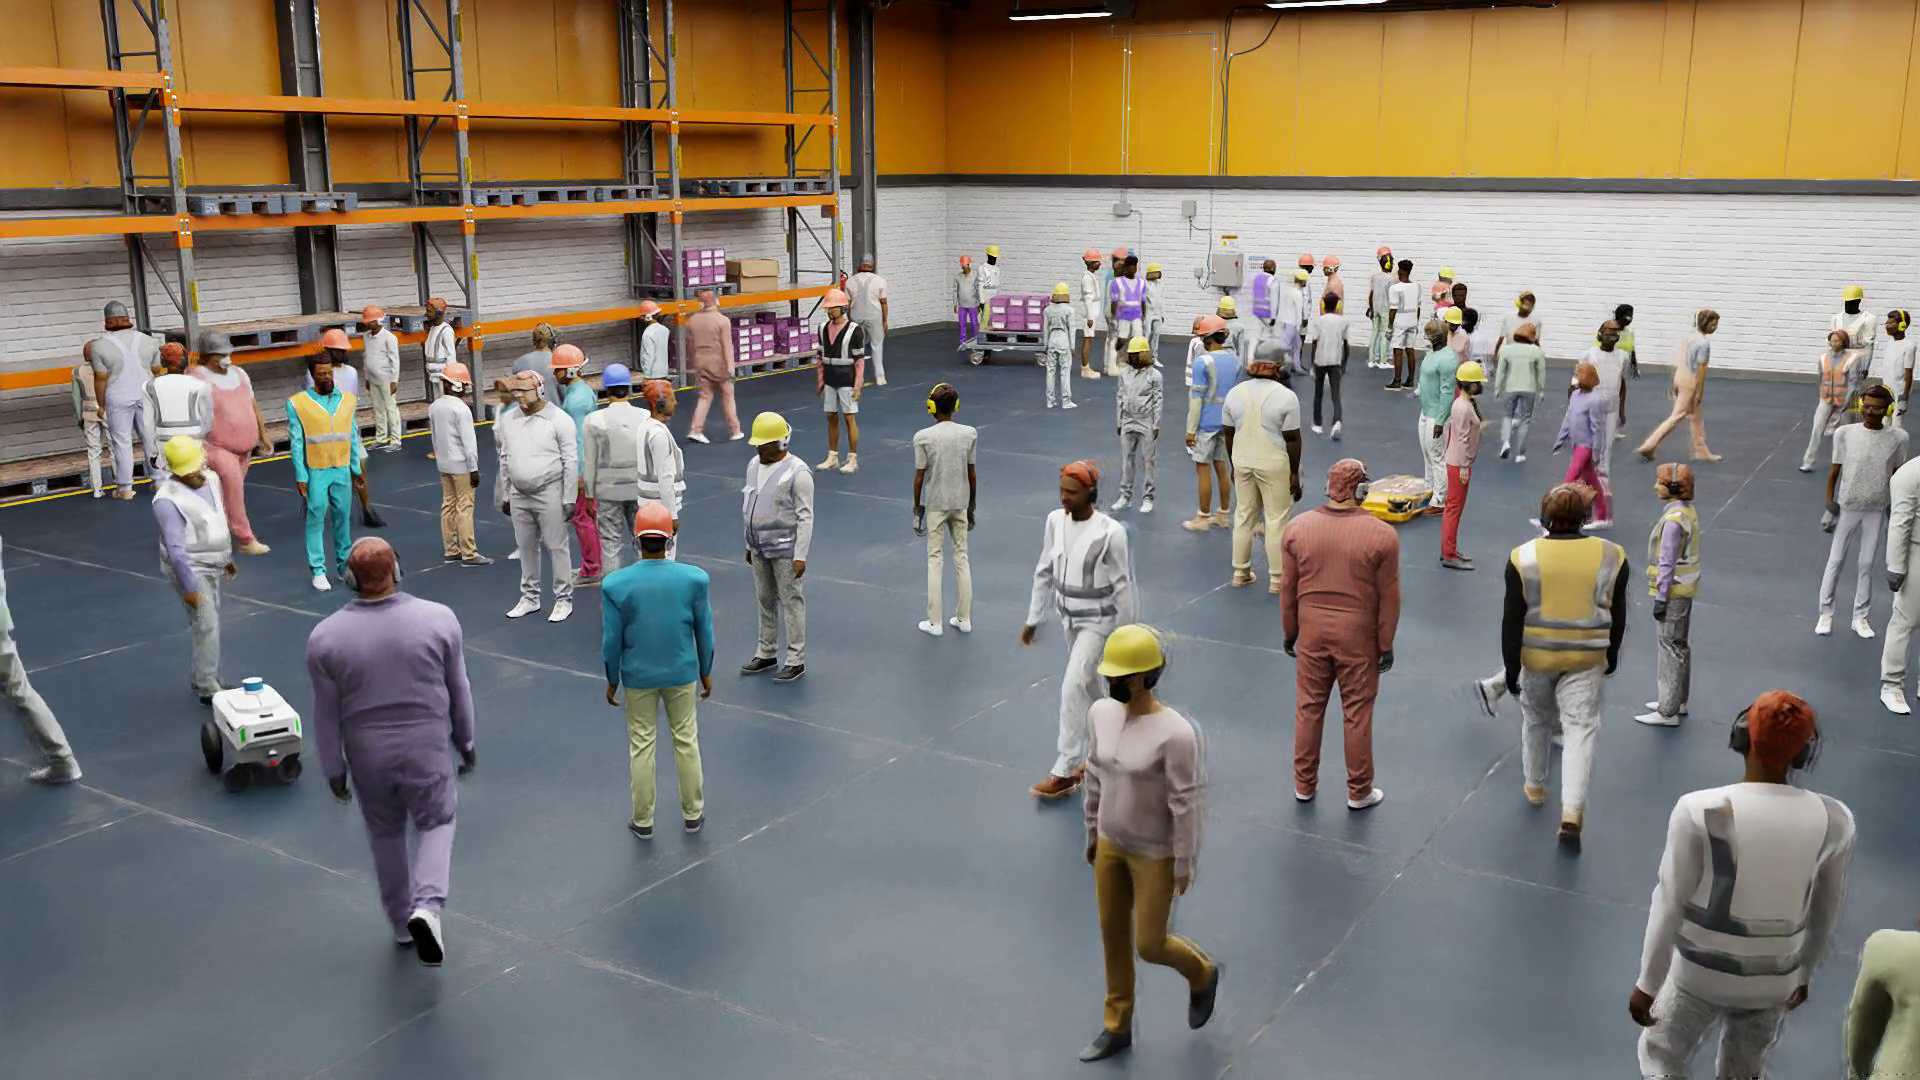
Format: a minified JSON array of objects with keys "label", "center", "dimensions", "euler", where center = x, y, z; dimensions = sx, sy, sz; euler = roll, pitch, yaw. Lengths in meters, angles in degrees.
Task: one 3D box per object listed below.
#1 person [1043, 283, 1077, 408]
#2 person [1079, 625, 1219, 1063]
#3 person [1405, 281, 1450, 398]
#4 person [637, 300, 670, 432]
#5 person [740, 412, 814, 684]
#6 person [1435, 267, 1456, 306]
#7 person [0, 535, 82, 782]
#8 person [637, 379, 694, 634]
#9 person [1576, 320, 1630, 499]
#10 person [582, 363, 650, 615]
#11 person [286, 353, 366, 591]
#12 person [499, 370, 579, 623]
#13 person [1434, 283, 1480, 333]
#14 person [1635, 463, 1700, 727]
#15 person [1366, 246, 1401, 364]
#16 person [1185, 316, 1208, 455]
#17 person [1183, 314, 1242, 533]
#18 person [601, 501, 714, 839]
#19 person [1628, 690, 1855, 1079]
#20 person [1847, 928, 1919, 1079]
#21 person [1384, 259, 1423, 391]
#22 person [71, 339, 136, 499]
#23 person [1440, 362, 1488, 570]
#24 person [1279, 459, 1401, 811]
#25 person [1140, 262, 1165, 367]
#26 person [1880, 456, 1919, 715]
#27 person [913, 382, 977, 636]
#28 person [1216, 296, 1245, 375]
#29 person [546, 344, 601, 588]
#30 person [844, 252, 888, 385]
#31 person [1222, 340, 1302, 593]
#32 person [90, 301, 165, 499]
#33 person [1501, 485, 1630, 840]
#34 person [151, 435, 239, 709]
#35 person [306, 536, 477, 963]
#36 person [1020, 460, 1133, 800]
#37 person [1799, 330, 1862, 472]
[{"label":"person","center":[1.402,-2.714,23.226],"dimensions":[0.483,1.745,0.305],"euler":[8,15,32]},{"label":"person","center":[0.728,1.158,6.417],"dimensions":[0.511,1.758,0.525],"euler":[-11,17,-40]},{"label":"person","center":[6.978,-2.871,24.006],"dimensions":[0.900,1.711,0.573],"euler":[7,15,29]},{"label":"person","center":[-3.748,-2.051,20.329],"dimensions":[0.330,1.752,0.563],"euler":[3,13,13]},{"label":"person","center":[-1.237,0.044,11.093],"dimensions":[0.587,1.823,0.403],"euler":[11,17,40]},{"label":"person","center":[7.582,-3.398,26.163],"dimensions":[0.329,1.762,0.523],"euler":[3,13,13]},{"label":"person","center":[-5.318,0.533,8.903],"dimensions":[0.550,1.868,0.783],"euler":[4,13,16]},{"label":"person","center":[-2.172,-0.235,12.170],"dimensions":[0.356,1.884,0.574],"euler":[-6,14,-23]},{"label":"person","center":[6.542,-1.327,16.992],"dimensions":[0.516,1.842,0.328],"euler":[0,13,1]},{"label":"person","center":[-2.566,-0.373,12.666],"dimensions":[0.611,1.936,0.406],"euler":[-7,15,-27]},{"label":"person","center":[-5.143,-0.566,13.528],"dimensions":[0.392,1.920,0.587],"euler":[11,17,38]},{"label":"person","center":[-3.189,-0.328,12.525],"dimensions":[0.654,1.906,0.407],"euler":[5,14,20]},{"label":"person","center":[6.212,-2.268,20.910],"dimensions":[0.587,1.920,0.391],"euler":[0,13,-2]},{"label":"person","center":[4.387,0.333,10.269],"dimensions":[0.320,1.631,0.517],"euler":[8,15,31]},{"label":"person","center":[7.136,-3.949,28.053],"dimensions":[0.608,1.986,0.389],"euler":[-4,13,-15]},{"label":"person","center":[2.806,-1.818,19.593],"dimensions":[0.313,1.634,0.514],"euler":[0,13,2]},{"label":"person","center":[2.342,-1.084,15.548],"dimensions":[0.610,2.031,0.419],"euler":[-11,17,-39]},{"label":"person","center":[-1.548,0.665,8.547],"dimensions":[0.574,1.749,0.333],"euler":[-4,14,-17]},{"label":"person","center":[2.425,1.363,5.248],"dimensions":[0.620,1.875,0.405],"euler":[0,13,-2]},{"label":"person","center":[2.745,1.639,4.704],"dimensions":[0.514,1.580,0.892],"euler":[11,17,40]},{"label":"person","center":[6.639,-3.218,24.925],"dimensions":[0.607,1.966,0.373],"euler":[-6,14,-25]},{"label":"person","center":[-8.778,-1.231,17.029],"dimensions":[0.525,1.637,0.307],"euler":[-1,13,-6]},{"label":"person","center":[4.291,-0.639,14.181],"dimensions":[0.311,1.768,0.522],"euler":[3,13,14]},{"label":"person","center":[2.037,0.506,8.928],"dimensions":[0.642,1.900,0.399],"euler":[7,15,28]},{"label":"person","center":[3.207,-3.734,27.651],"dimensions":[0.493,1.744,0.297],"euler":[-9,15,-33]},{"label":"person","center":[6.137,0.152,10.438],"dimensions":[0.653,1.906,0.408],"euler":[-2,13,-10]},{"label":"person","center":[-0.109,-0.224,12.188],"dimensions":[0.501,1.862,0.327],"euler":[-4,14,-18]},{"label":"person","center":[3.340,-2.203,21.015],"dimensions":[0.494,1.743,0.303],"euler":[-1,13,-3]},{"label":"person","center":[-3.118,-0.602,13.547],"dimensions":[0.406,1.986,0.620],"euler":[-1,13,-4]},{"label":"person","center":[-1.417,-3.416,25.625],"dimensions":[0.681,2.000,0.535],"euler":[3,13,15]},{"label":"person","center":[2.481,-0.603,13.422],"dimensions":[0.674,2.000,0.535],"euler":[11,17,40]},{"label":"person","center":[-8.571,-1.449,17.092],"dimensions":[0.535,2.000,0.673],"euler":[12,17,41]},{"label":"person","center":[3.129,0.621,8.652],"dimensions":[0.627,1.805,0.933],"euler":[4,13,15]},{"label":"person","center":[-4.826,0.190,10.537],"dimensions":[0.416,1.785,0.638],"euler":[0,13,-2]},{"label":"person","center":[-2.427,0.920,7.162],"dimensions":[0.653,1.880,0.641],"euler":[-3,13,-14]},{"label":"person","center":[0.615,0.483,9.120],"dimensions":[0.879,1.850,0.574],"euler":[-8,15,-33]},{"label":"person","center":[9.766,-1.546,18.499],"dimensions":[0.885,1.592,0.508],"euler":[-9,16,-35]}]
